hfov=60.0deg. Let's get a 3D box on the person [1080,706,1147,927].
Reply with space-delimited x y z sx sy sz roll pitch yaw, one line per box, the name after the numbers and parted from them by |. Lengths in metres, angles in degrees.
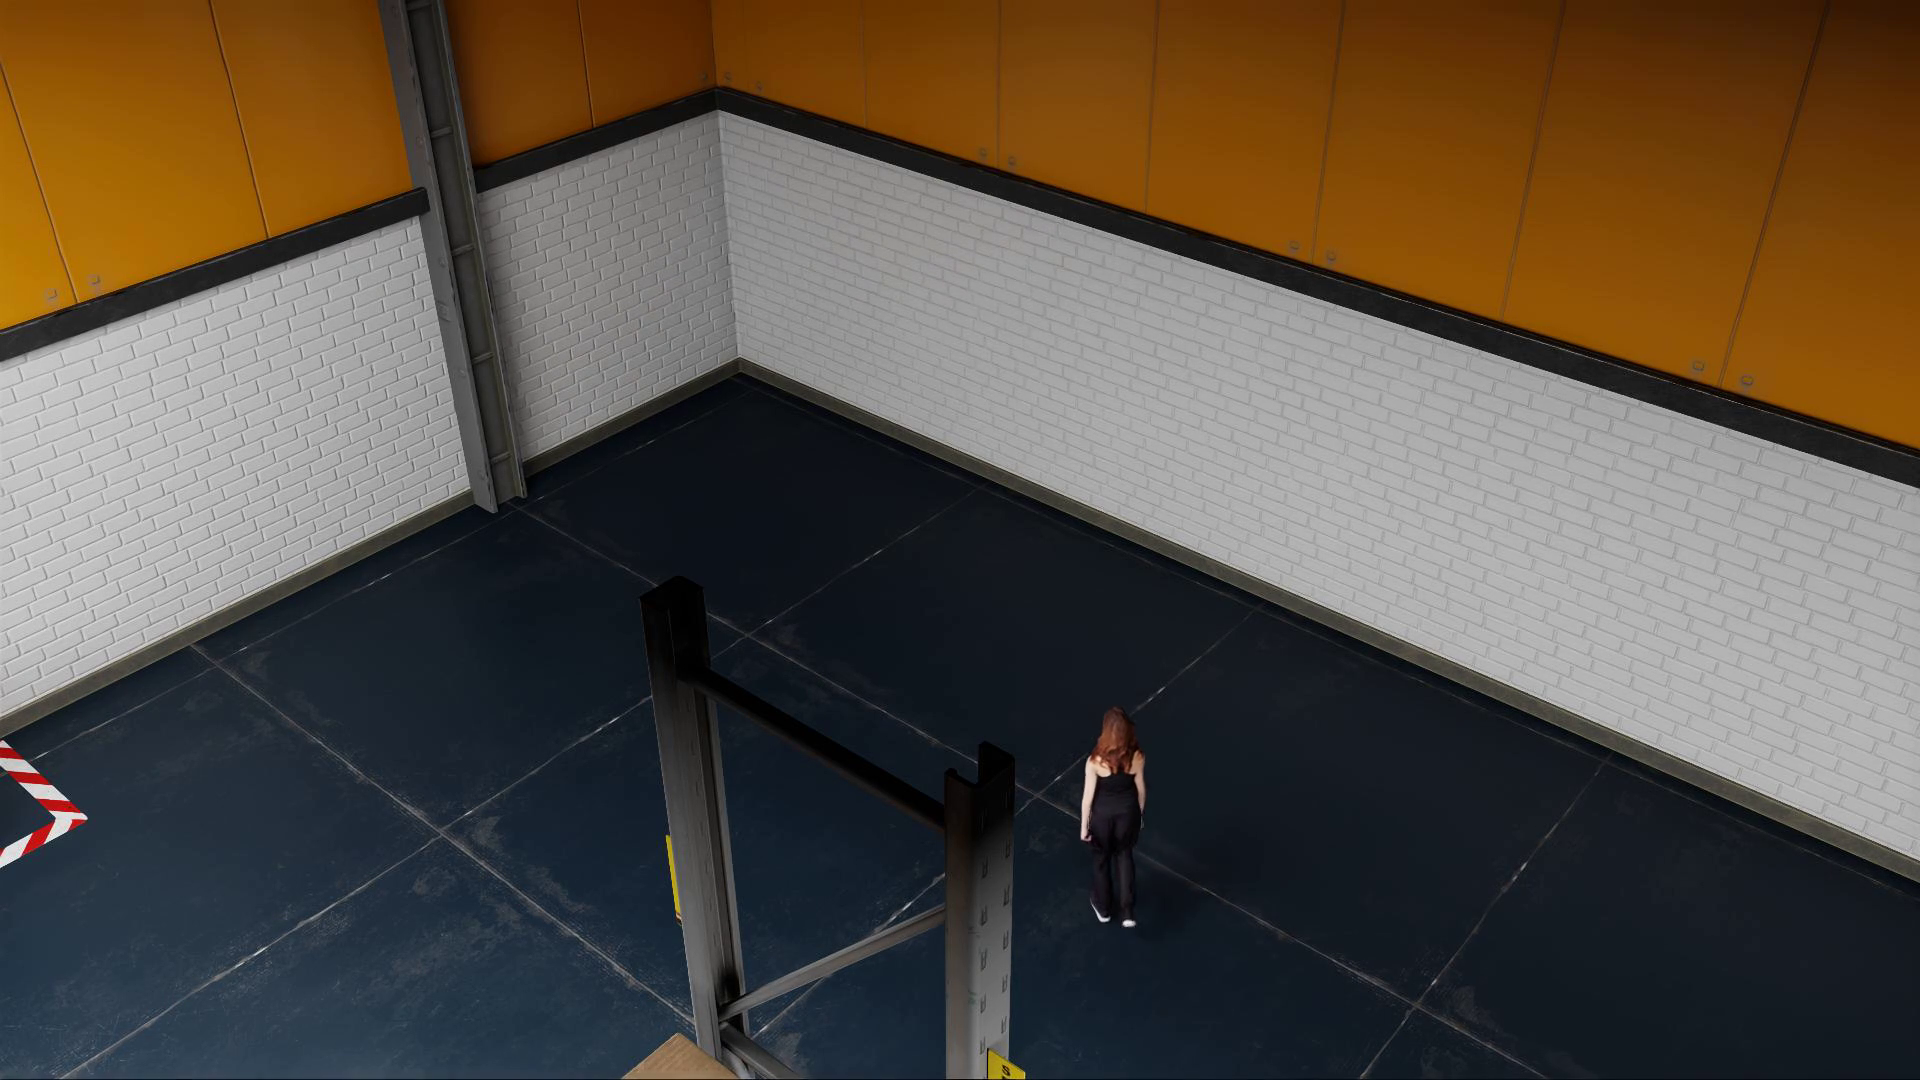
0.993 1.814 10.497 0.845 1.734 0.885 -6 34 -9 | person
